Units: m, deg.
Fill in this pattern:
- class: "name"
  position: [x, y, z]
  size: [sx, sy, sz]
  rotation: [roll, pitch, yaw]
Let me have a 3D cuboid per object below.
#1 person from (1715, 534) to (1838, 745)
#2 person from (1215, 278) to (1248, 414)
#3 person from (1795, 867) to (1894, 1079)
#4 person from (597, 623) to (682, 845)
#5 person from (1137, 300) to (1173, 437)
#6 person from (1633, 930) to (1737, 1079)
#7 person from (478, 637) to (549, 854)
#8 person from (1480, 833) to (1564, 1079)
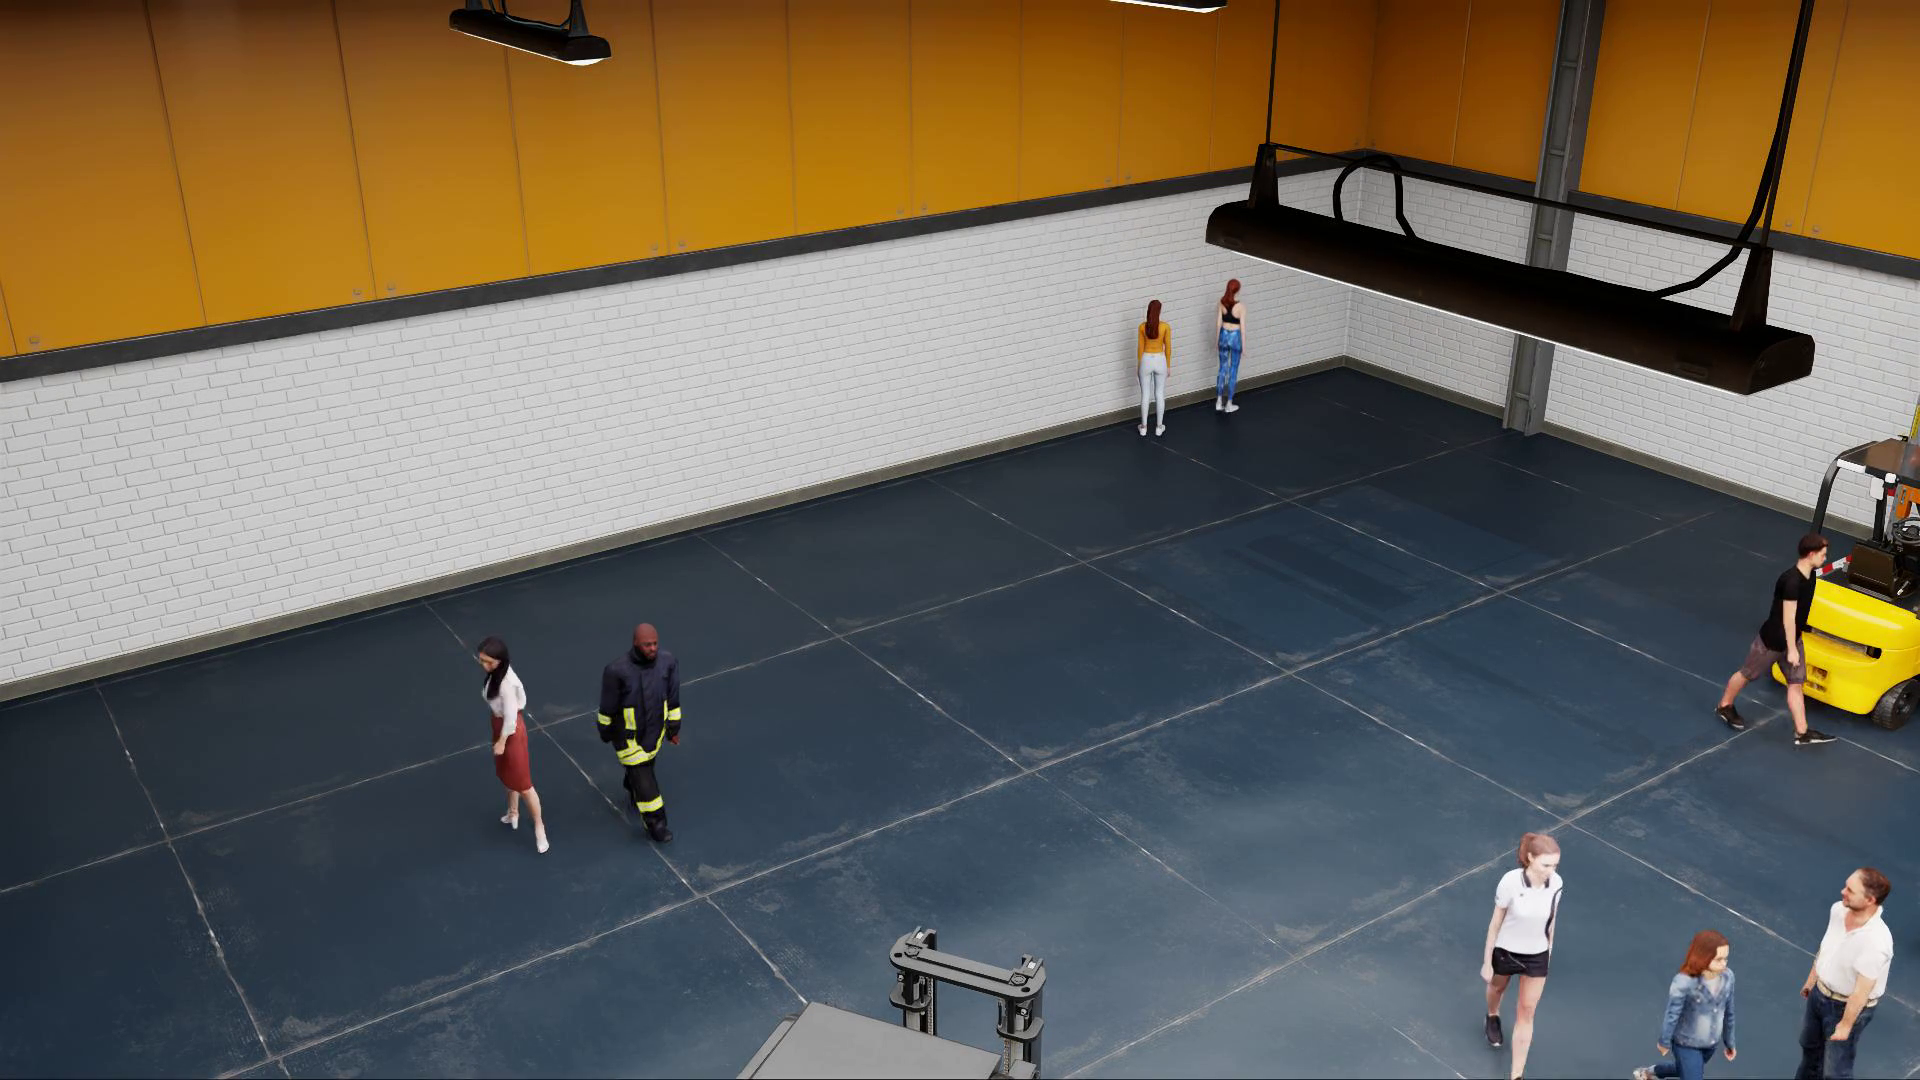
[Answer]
- class: "person"
  position: [6.780, 0.808, 13.924]
  size: [0.725, 1.797, 1.196]
  rotation: [-16, 28, -32]
- class: "person"
  position: [3.502, -2.504, 21.514]
  size: [0.683, 1.787, 0.733]
  rotation: [15, 28, 30]
- class: "person"
  position: [5.108, 2.683, 9.563]
  size: [0.834, 1.854, 0.754]
  rotation: [1, 24, 3]
- class: "person"
  position: [-2.479, 1.374, 12.679]
  size: [0.763, 1.757, 1.204]
  rotation: [-14, 27, -29]
- class: "person"
  position: [2.415, -2.160, 20.771]
  size: [0.686, 1.751, 0.737]
  rotation: [2, 24, 5]
- class: "person"
  position: [4.223, 2.854, 9.670]
  size: [0.696, 1.456, 0.997]
  rotation: [-9, 25, -20]
- class: "person"
  position: [-3.395, 1.460, 12.504]
  size: [0.857, 1.739, 0.476]
  rotation: [-8, 25, -18]
- class: "person"
  position: [3.394, 2.492, 10.192]
  size: [1.042, 1.701, 1.195]
  rotation: [1, 24, 1]
